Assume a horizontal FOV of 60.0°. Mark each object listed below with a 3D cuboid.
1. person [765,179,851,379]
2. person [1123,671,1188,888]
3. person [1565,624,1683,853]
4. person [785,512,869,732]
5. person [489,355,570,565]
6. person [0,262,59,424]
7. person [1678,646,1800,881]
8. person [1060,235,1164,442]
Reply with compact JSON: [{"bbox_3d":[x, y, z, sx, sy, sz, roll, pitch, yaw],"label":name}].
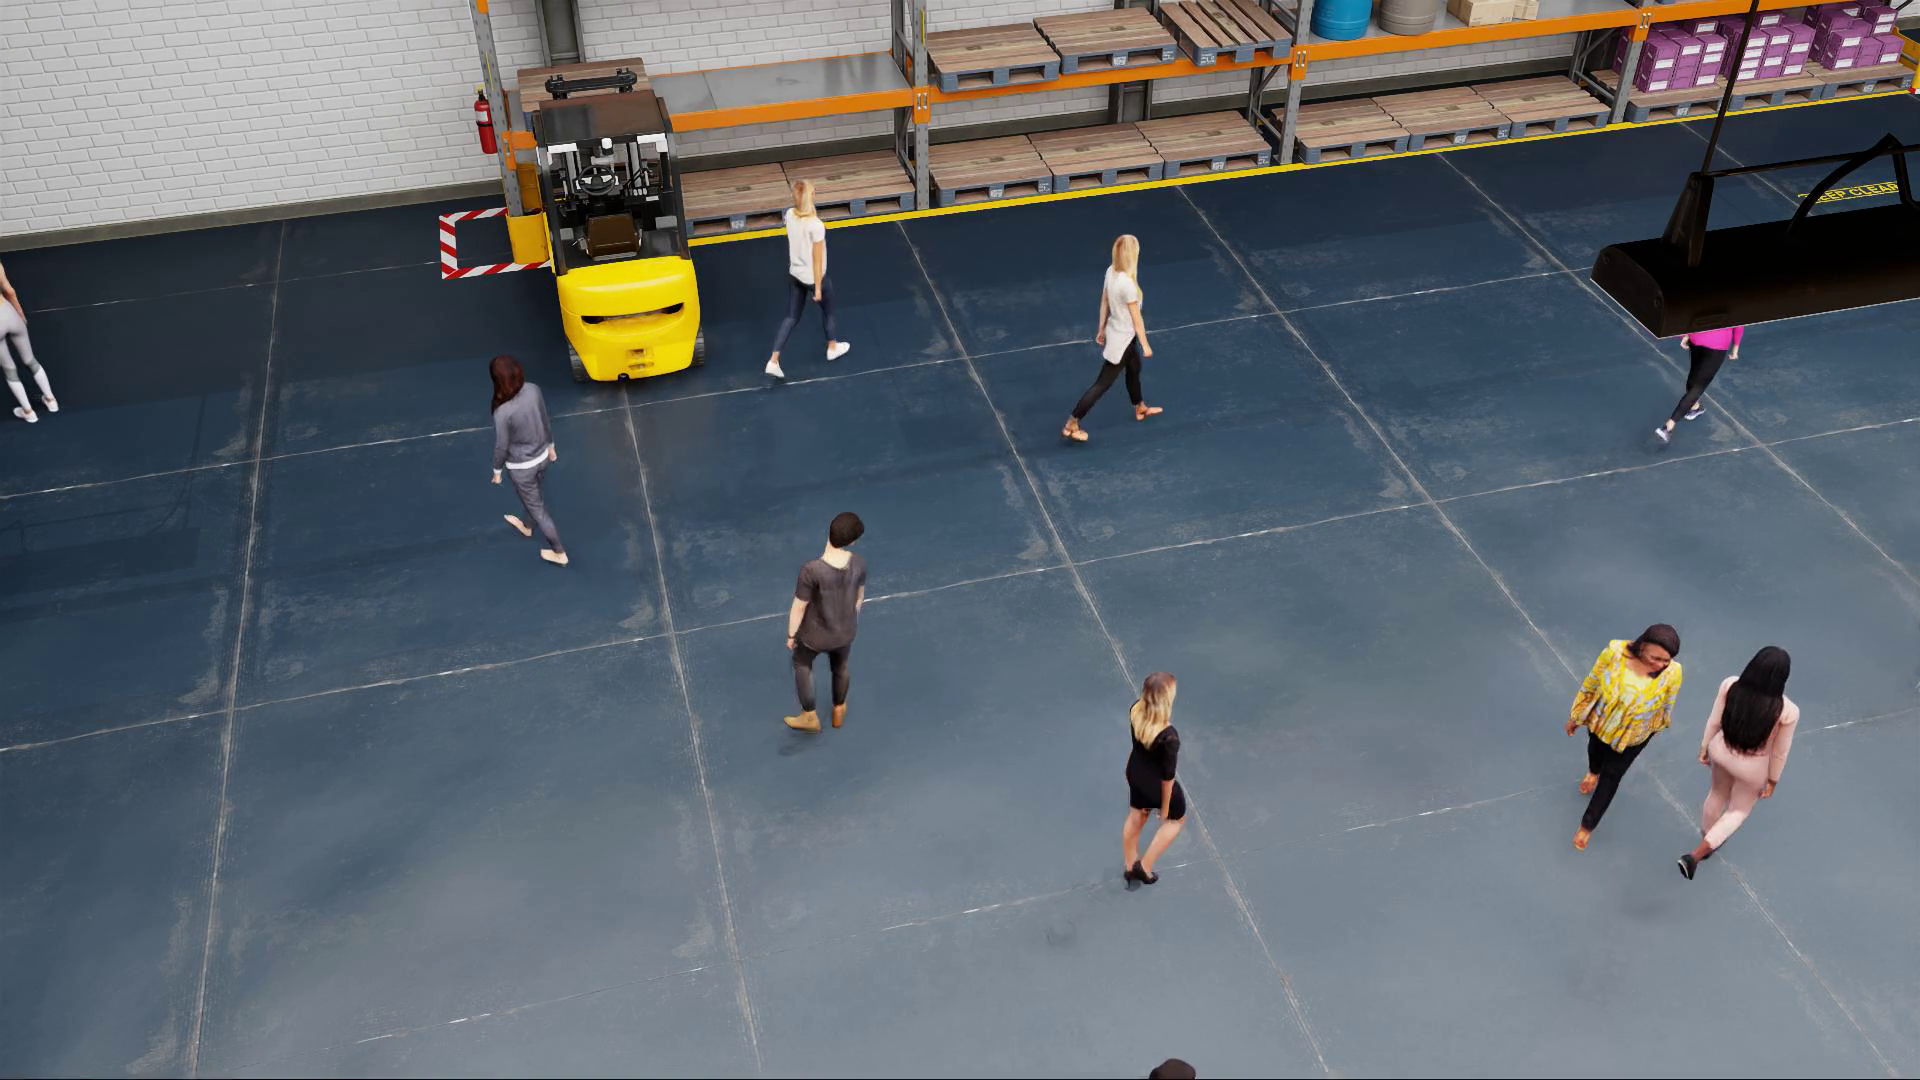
[{"bbox_3d":[-1.357,-2.152,14.035,1.053,1.771,1.210,25,45,28],"label":"person"},{"bbox_3d":[1.041,1.448,9.612,0.655,1.665,0.635,-22,44,-25],"label":"person"},{"bbox_3d":[4.034,1.067,10.141,1.093,1.600,1.184,24,45,27],"label":"person"},{"bbox_3d":[-0.859,0.550,10.725,0.563,1.679,0.848,-22,43,-25],"label":"person"},{"bbox_3d":[-3.073,-0.552,12.053,1.031,1.745,0.954,18,42,21],"label":"person"},{"bbox_3d":[-7.831,-1.743,13.577,0.708,1.703,0.619,27,46,30],"label":"person"},{"bbox_3d":[4.492,1.346,9.709,1.035,1.703,0.883,-28,46,-30],"label":"person"},{"bbox_3d":[1.190,-1.552,13.275,1.189,1.782,0.636,-12,40,-15],"label":"person"}]
